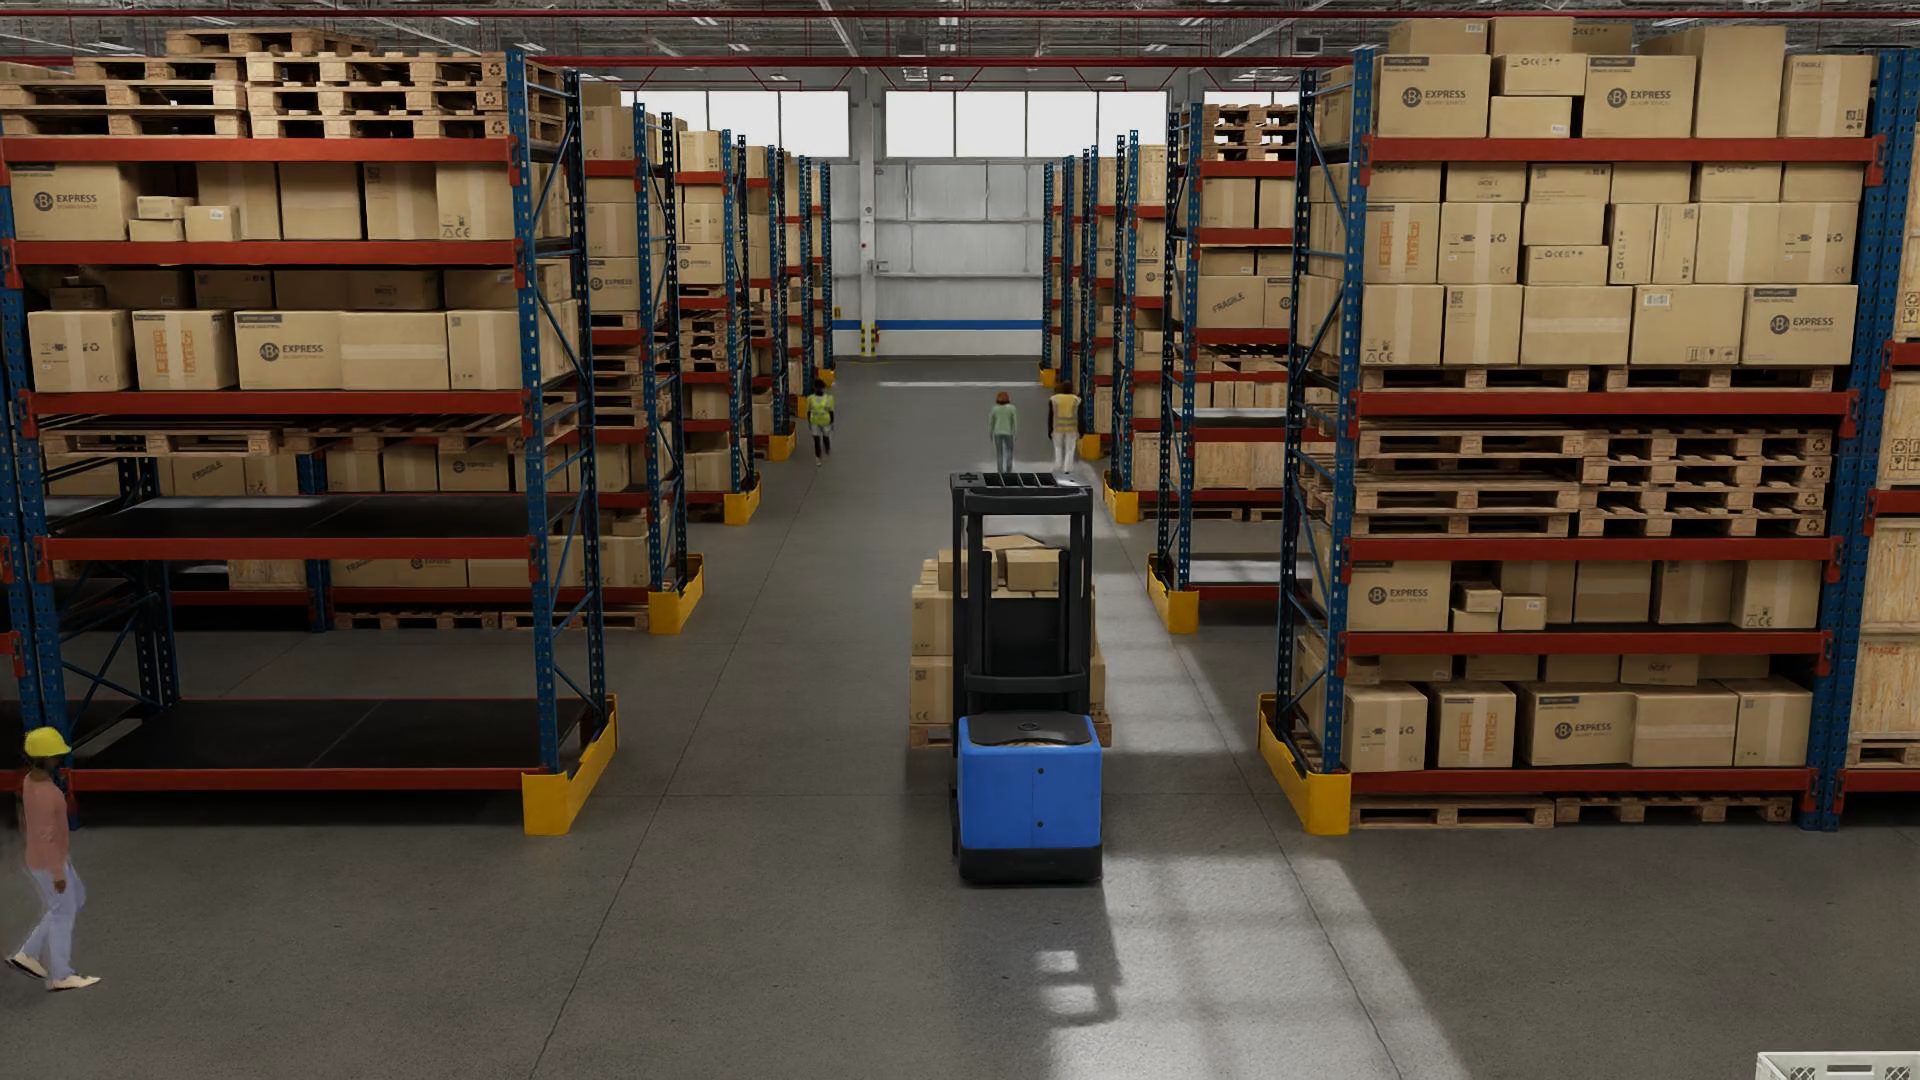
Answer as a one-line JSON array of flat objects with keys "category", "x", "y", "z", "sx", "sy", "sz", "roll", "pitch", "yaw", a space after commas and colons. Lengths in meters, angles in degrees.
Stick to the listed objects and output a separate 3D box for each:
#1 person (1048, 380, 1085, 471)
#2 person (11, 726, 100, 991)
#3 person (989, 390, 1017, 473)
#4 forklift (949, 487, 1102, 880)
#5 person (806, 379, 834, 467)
[{"category": "person", "x": 1.952, "y": -2.019, "z": 30.376, "sx": 0.666, "sy": 1.802, "sz": 0.881, "roll": 2, "pitch": 12, "yaw": 8}, {"category": "person", "x": -5.746, "y": 2.017, "z": 10.513, "sx": 0.414, "sy": 1.748, "sz": 0.539, "roll": -7, "pitch": 14, "yaw": -32}, {"category": "person", "x": 0.801, "y": -1.942, "z": 30.467, "sx": 0.523, "sy": 1.607, "sz": 0.668, "roll": 2, "pitch": 12, "yaw": 8}, {"category": "forklift", "x": 0.495, "y": 0.986, "z": 12.813, "sx": 1.129, "sy": 2.768, "sz": 1.873, "roll": 0, "pitch": 11, "yaw": -2}, {"category": "person", "x": -2.670, "y": -2.263, "z": 31.899, "sx": 0.539, "sy": 1.678, "sz": 0.509, "roll": 1, "pitch": 11, "yaw": 4}]
